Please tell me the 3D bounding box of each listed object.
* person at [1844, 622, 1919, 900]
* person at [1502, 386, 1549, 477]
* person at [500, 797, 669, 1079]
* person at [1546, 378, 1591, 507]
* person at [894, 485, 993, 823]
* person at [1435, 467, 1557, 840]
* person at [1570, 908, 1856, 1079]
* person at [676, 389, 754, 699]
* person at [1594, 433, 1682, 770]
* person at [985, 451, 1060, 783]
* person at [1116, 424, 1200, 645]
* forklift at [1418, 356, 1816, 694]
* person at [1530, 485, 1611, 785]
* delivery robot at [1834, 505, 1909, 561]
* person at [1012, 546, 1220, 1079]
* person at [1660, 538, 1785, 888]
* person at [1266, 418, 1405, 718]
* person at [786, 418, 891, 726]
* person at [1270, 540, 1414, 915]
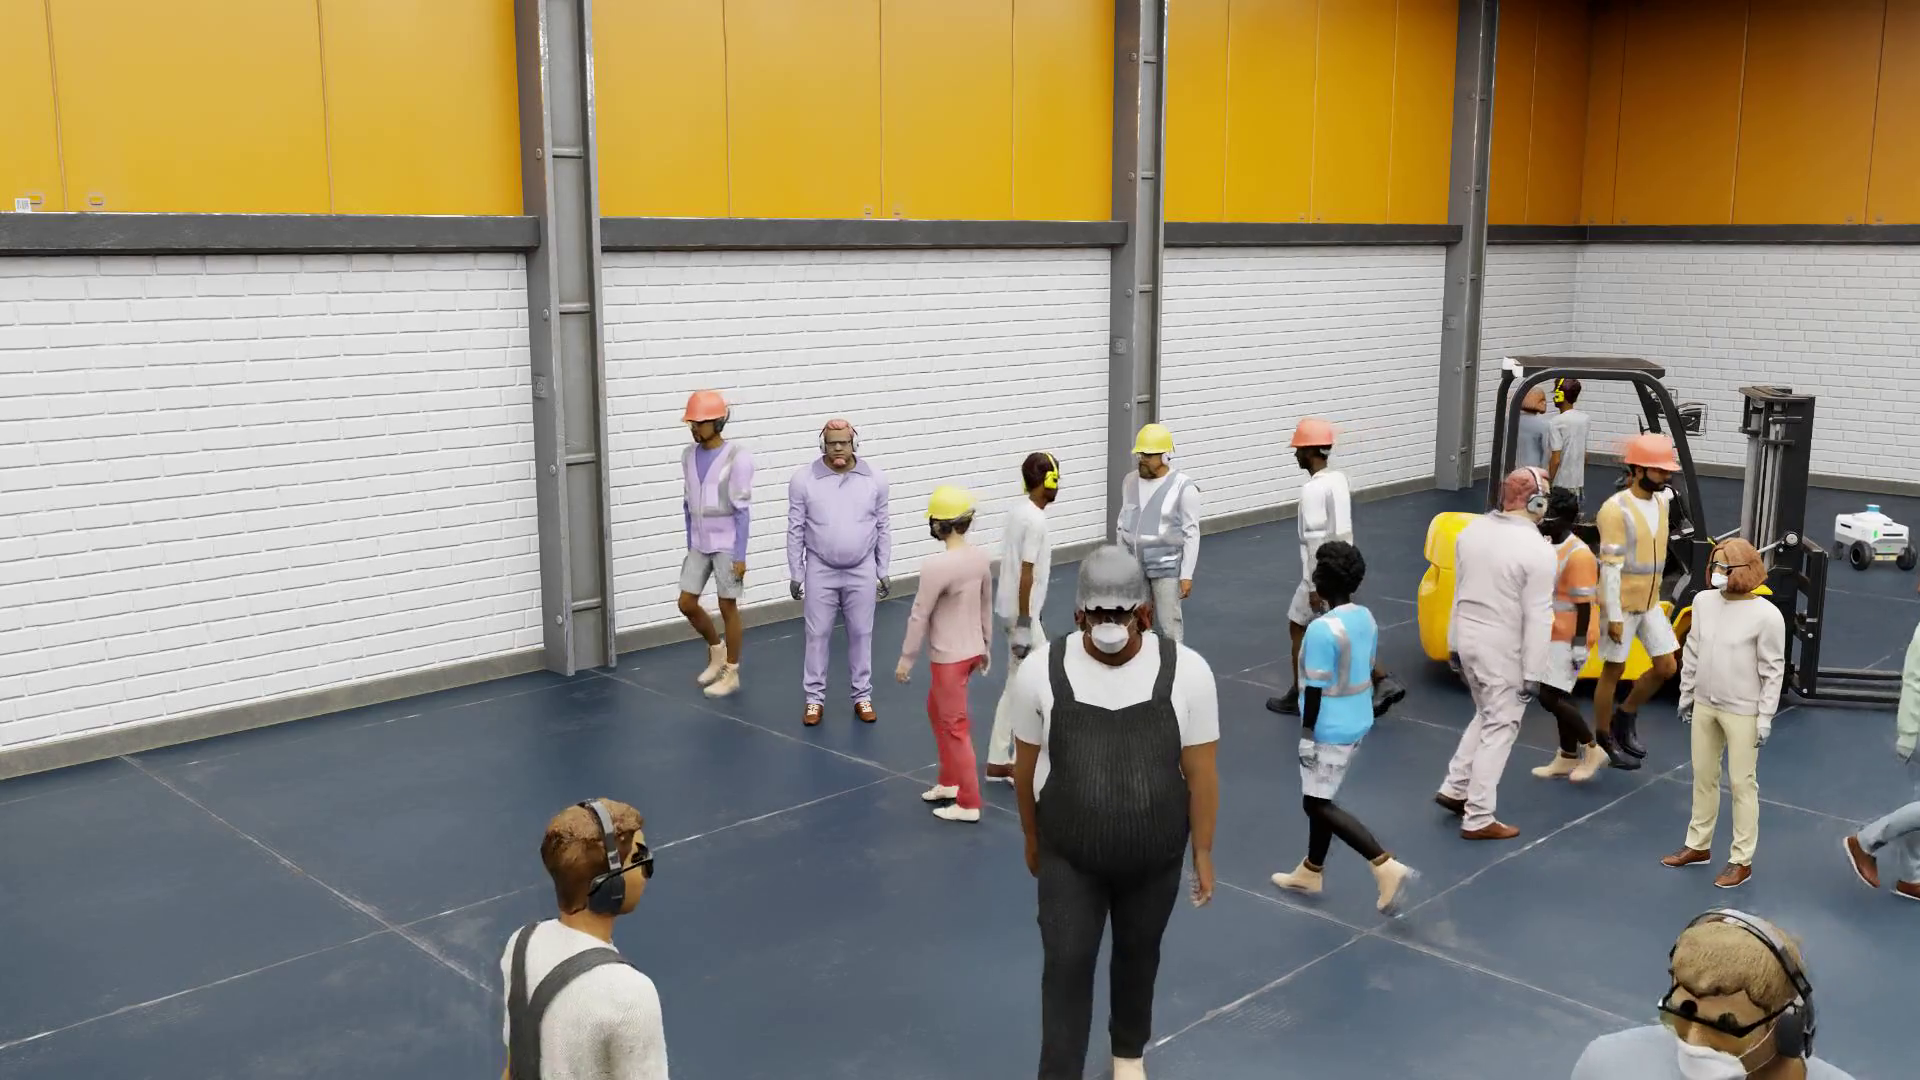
[{"bbox_3d":[4.331,0.852,7.427,0.513,1.620,0.410,-9,14,-40],"label":"person"},{"bbox_3d":[5.244,-0.622,15.472,0.546,1.617,0.517,-8,13,-39],"label":"person"},{"bbox_3d":[-0.769,1.447,3.738,1.008,1.789,0.516,-8,13,-38],"label":"person"},{"bbox_3d":[4.974,-0.426,13.733,0.523,1.870,0.317,-7,13,-34],"label":"person"},{"bbox_3d":[-0.100,0.586,8.553,0.526,1.752,0.533,6,12,28],"label":"person"},{"bbox_3d":[2.698,0.570,8.310,0.460,1.878,0.655,-4,11,-22],"label":"person"},{"bbox_3d":[1.295,1.547,2.868,0.621,1.910,0.611,8,13,38],"label":"person"},{"bbox_3d":[-1.593,0.034,10.788,0.621,2.025,0.418,7,12,33],"label":"person"},{"bbox_3d":[3.778,0.353,9.330,0.553,1.921,0.424,-5,12,-27],"label":"person"},{"bbox_3d":[0.352,0.433,9.172,0.504,1.823,0.565,-2,11,-11],"label":"person"},{"bbox_3d":[1.233,0.166,10.618,0.600,1.827,0.404,10,14,42],"label":"person"},{"bbox_3d":[4.276,-0.101,11.076,2.313,2.155,1.214,2,11,13],"label":"forklift"},{"bbox_3d":[3.283,0.524,9.072,0.391,1.674,0.560,1,10,4],"label":"person"},{"bbox_3d":[8.311,-0.078,15.170,0.477,0.478,0.707,0,10,-1],"label":"delivery robot"},{"bbox_3d":[0.517,0.998,5.504,0.693,2.000,0.933,0,10,2],"label":"person"},{"bbox_3d":[3.560,0.792,7.735,0.266,1.631,0.507,-5,11,-25],"label":"person"},{"bbox_3d":[2.346,0.198,10.270,0.803,1.900,0.577,7,13,34],"label":"person"},{"bbox_3d":[-0.736,0.197,10.239,0.651,1.906,0.403,-2,11,-10],"label":"person"},{"bbox_3d":[1.717,0.836,7.374,0.651,1.673,0.538,7,13,35],"label":"person"}]
